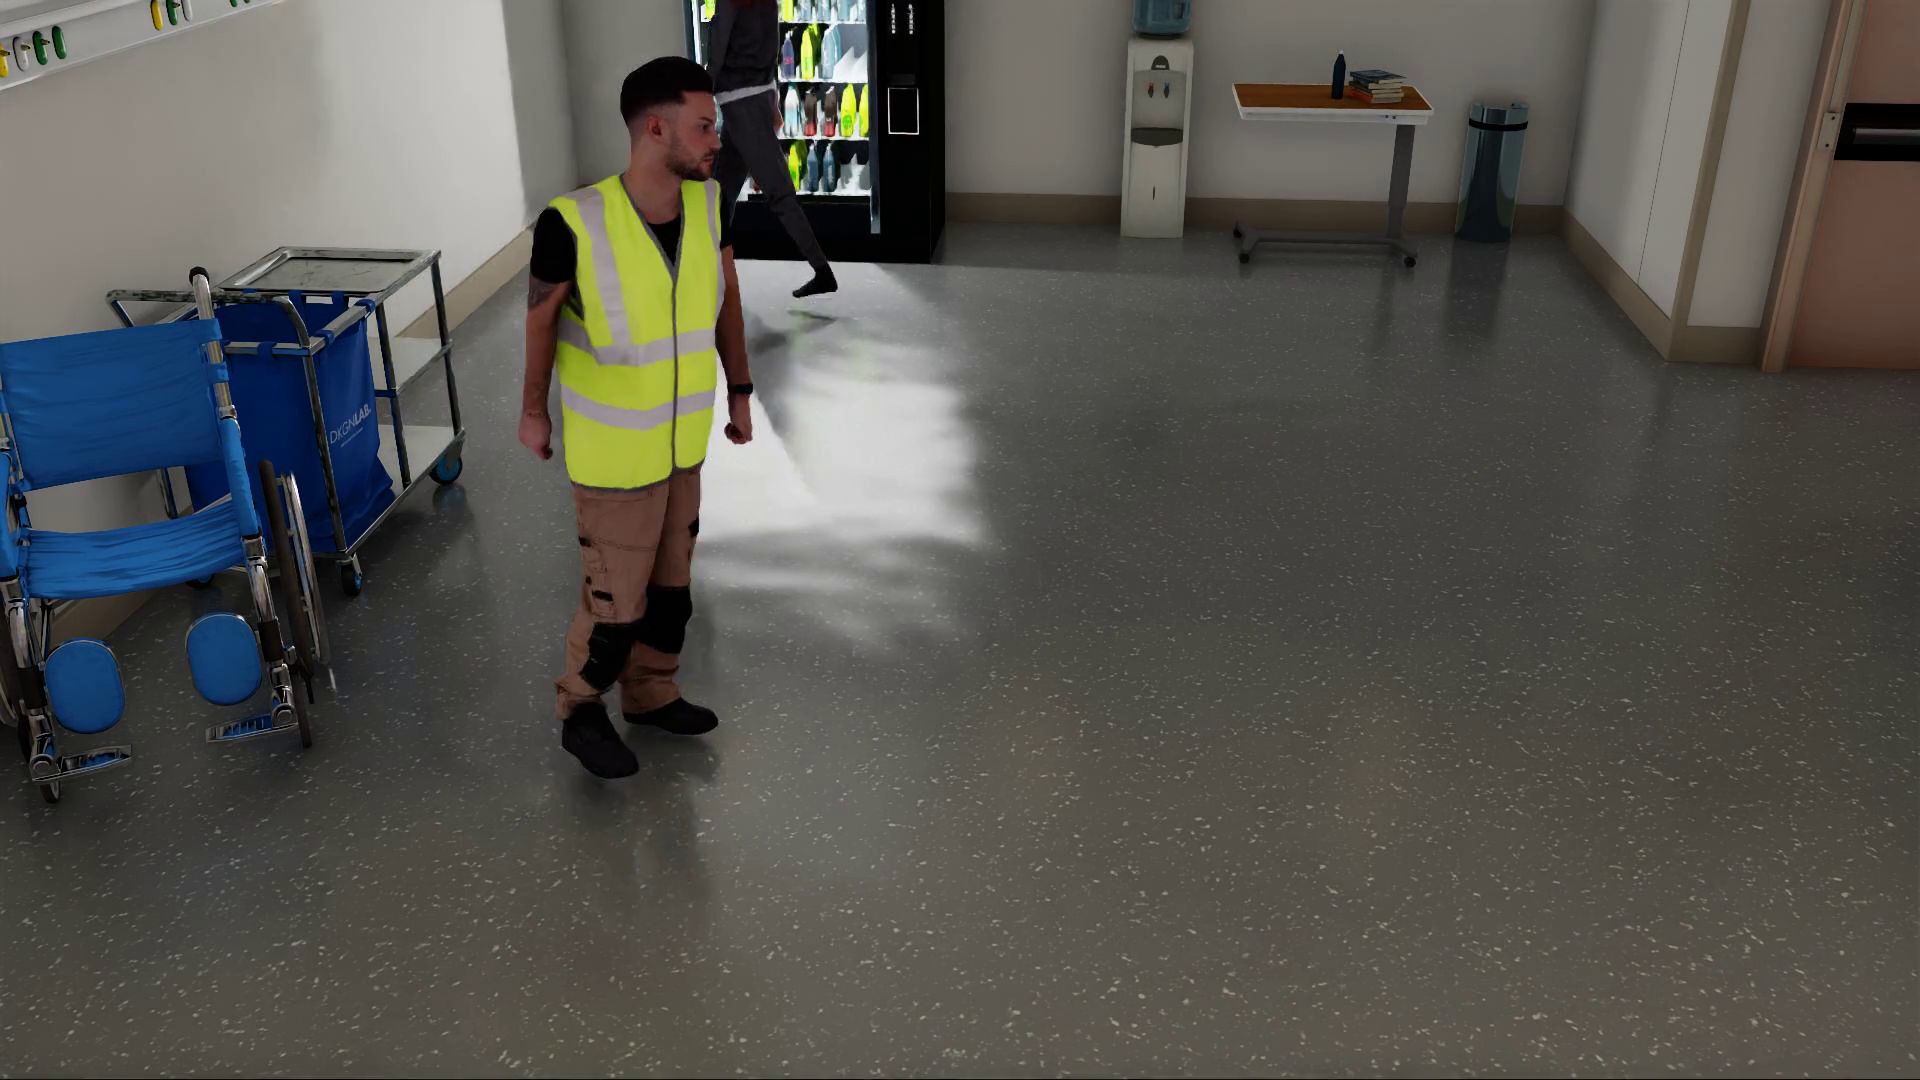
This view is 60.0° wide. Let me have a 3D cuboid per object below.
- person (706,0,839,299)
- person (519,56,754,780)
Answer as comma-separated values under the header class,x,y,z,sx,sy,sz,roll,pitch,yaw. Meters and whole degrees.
class,x,y,z,sx,sy,sz,roll,pitch,yaw
person,-0.903,-1.926,7.665,1.210,1.727,0.774,9,27,17
person,-0.837,-0.261,4.128,0.893,1.801,0.932,-17,31,-32
